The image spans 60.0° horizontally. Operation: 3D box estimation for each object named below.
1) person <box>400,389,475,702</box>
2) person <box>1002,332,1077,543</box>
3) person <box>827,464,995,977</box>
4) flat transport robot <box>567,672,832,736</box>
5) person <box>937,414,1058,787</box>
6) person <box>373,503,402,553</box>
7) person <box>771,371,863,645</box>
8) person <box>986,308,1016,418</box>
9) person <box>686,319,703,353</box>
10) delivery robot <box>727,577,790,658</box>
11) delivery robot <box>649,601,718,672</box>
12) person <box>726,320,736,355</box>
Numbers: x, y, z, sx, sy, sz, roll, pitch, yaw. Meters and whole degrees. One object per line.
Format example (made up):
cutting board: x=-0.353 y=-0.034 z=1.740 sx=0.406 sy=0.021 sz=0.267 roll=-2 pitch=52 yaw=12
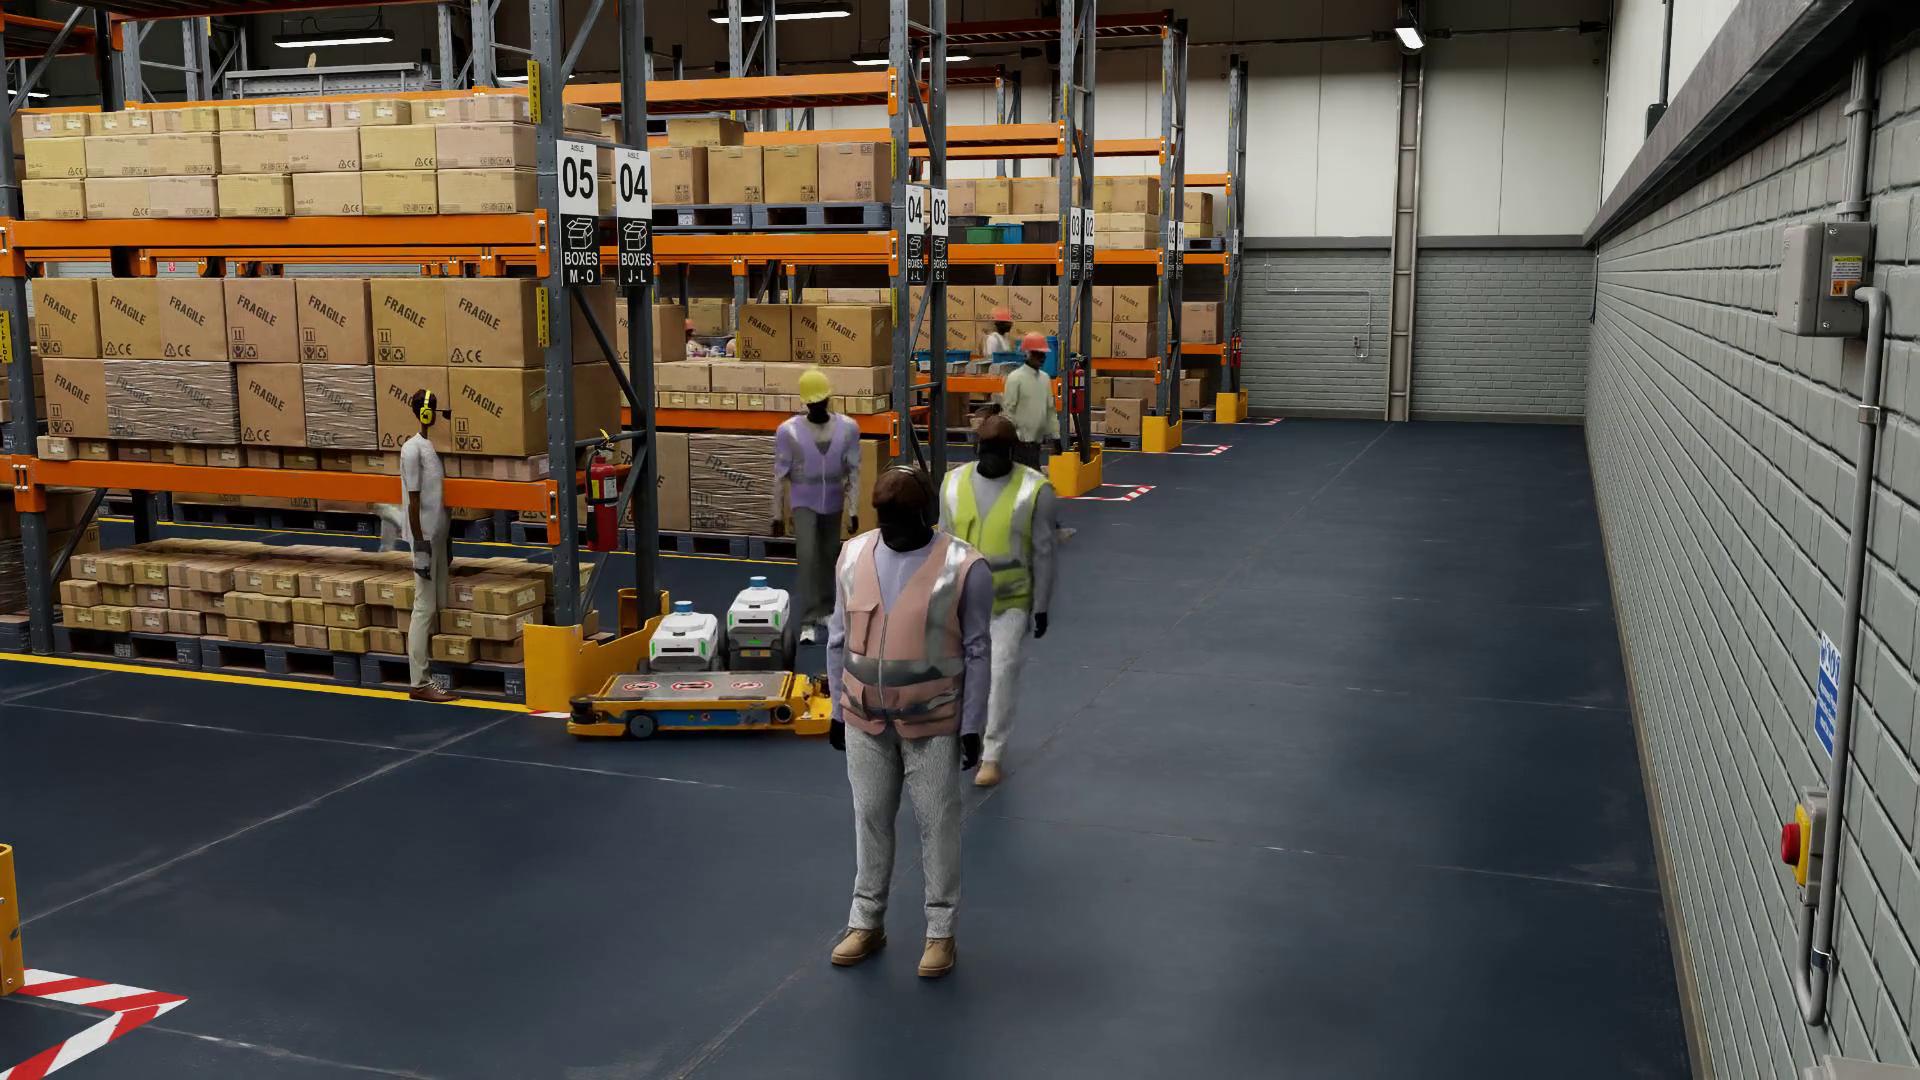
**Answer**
person: x=-3.088 y=0.022 z=9.757 sx=0.333 sy=1.860 sz=0.510 roll=0 pitch=9 yaw=2
person: x=0.759 y=-0.939 z=15.435 sx=0.962 sy=1.951 sz=0.652 roll=6 pitch=11 yaw=34
person: x=-0.201 y=0.642 z=5.959 sx=0.619 sy=1.838 sz=0.430 roll=3 pitch=10 yaw=20
flat transport robot: x=-1.397 y=0.899 z=9.219 sx=1.431 sy=0.197 sz=0.652 roll=0 pitch=9 yaw=-2
person: x=0.166 y=0.285 z=8.216 sx=0.639 sy=1.826 sz=0.470 roll=3 pitch=10 yaw=20
person: x=-4.750 y=-0.654 z=13.977 sx=0.777 sy=1.863 sz=0.585 roll=4 pitch=10 yaw=23
person: x=-0.974 y=-0.228 z=11.351 sx=0.620 sy=1.851 sz=0.862 roll=-4 pitch=10 yaw=-22
person: x=0.670 y=-2.207 z=23.154 sx=0.792 sy=2.016 sz=0.644 roll=3 pitch=9 yaw=16
person: x=-3.590 y=-2.027 z=22.405 sx=0.631 sy=1.903 sz=0.572 roll=4 pitch=10 yaw=25
delivery robot: x=-1.287 y=0.478 z=10.670 sx=0.477 sy=0.478 sz=0.707 roll=0 pitch=9 yaw=-1
delivery robot: x=-1.635 y=0.605 z=9.878 sx=0.477 sy=0.478 sz=0.707 roll=0 pitch=9 yaw=-3
person: x=-3.037 y=-2.147 z=23.100 sx=0.389 sy=1.922 sz=0.589 roll=3 pitch=10 yaw=17
